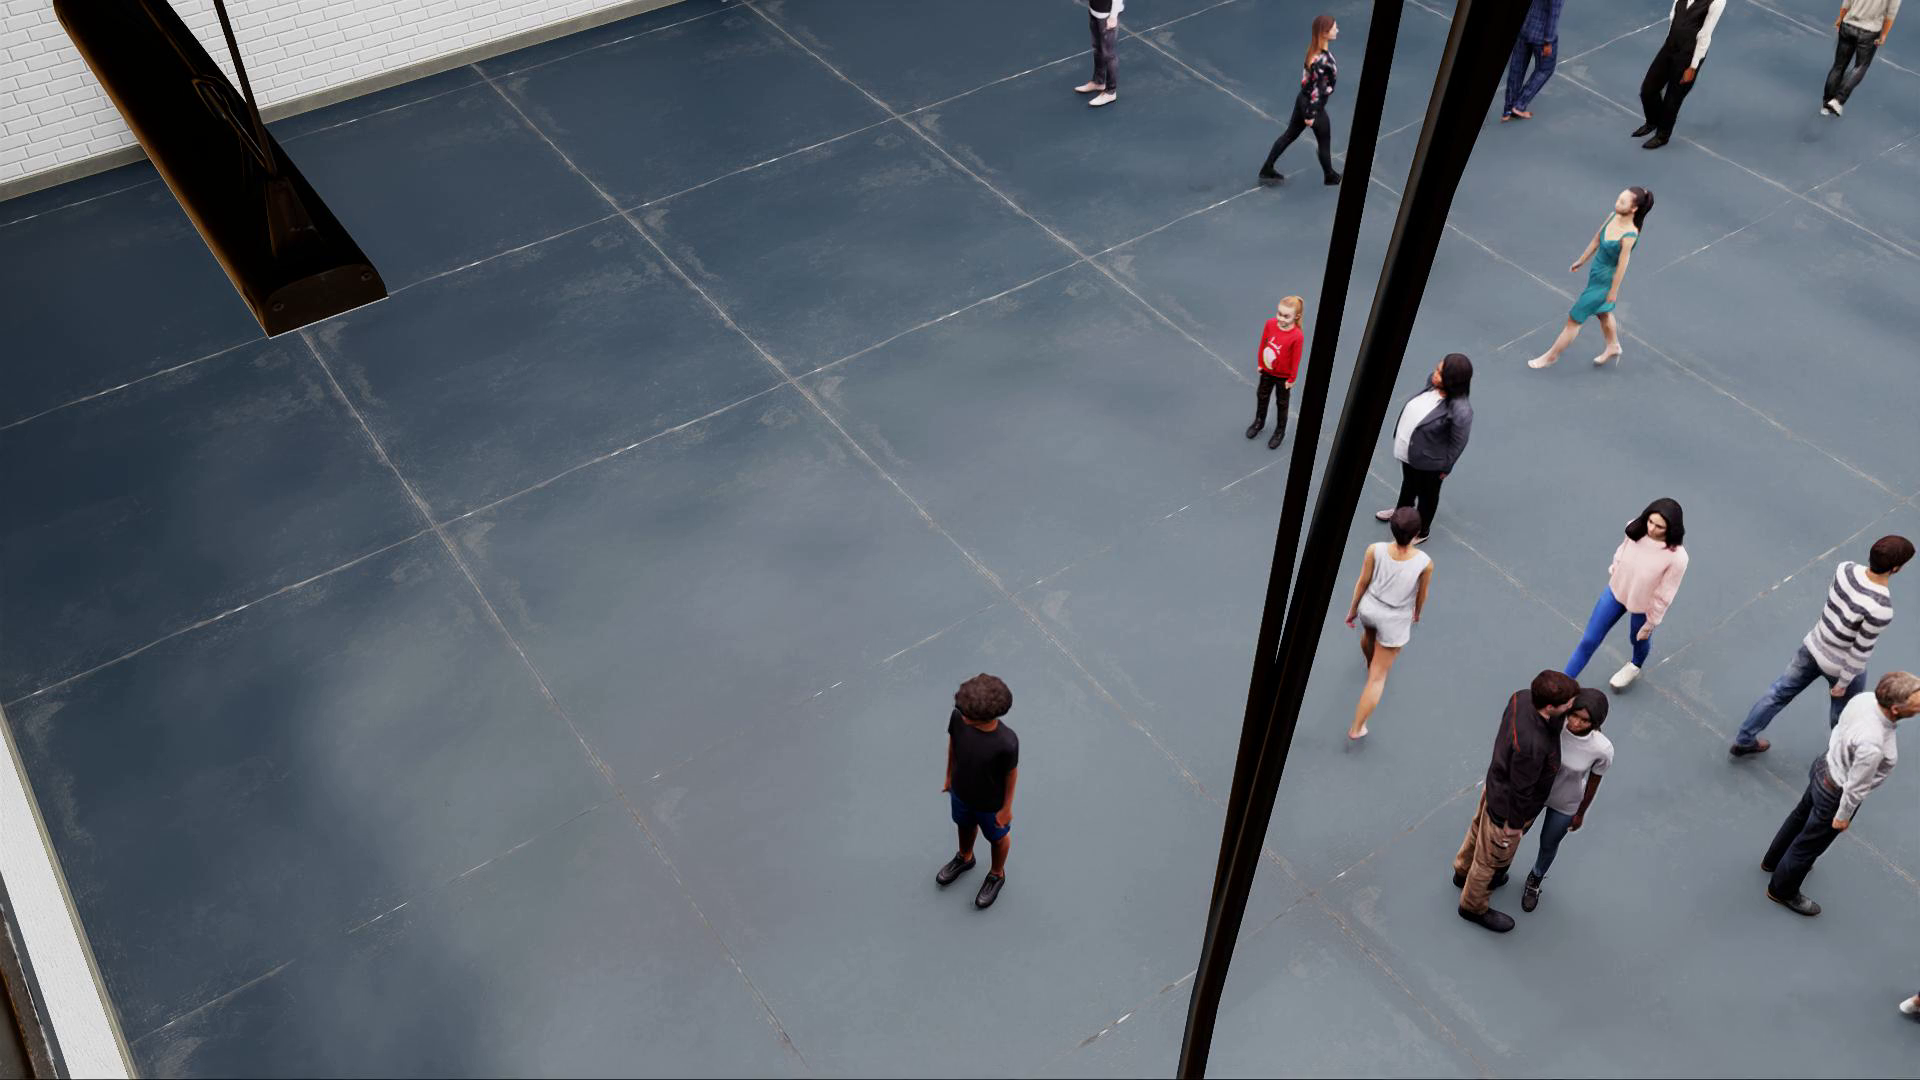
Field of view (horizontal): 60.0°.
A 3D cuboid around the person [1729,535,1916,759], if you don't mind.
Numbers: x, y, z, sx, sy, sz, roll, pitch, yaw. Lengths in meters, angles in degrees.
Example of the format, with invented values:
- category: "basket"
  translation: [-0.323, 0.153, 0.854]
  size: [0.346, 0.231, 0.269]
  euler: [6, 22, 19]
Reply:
- category: "person"
  translation: [5.111, 0.710, 9.919]
  size: [1.266, 1.801, 0.995]
  euler: [-8, 44, -8]

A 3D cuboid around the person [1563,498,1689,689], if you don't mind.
- category: "person"
  translation: [4.245, 0.384, 10.328]
  size: [1.137, 1.708, 0.684]
  euler: [-24, 48, -23]

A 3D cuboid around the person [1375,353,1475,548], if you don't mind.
- category: "person"
  translation: [3.241, -0.635, 11.478]
  size: [0.770, 1.597, 0.759]
  euler: [-10, 45, -11]

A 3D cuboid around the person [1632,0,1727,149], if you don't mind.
- category: "person"
  translation: [6.730, -4.496, 15.308]
  size: [0.687, 1.905, 0.714]
  euler: [-21, 47, -21]

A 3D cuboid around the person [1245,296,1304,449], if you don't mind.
- category: "person"
  translation: [2.365, -1.276, 12.379]
  size: [0.528, 1.282, 0.545]
  euler: [31, 52, 29]

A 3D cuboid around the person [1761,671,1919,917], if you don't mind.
- category: "person"
  translation: [4.881, 1.355, 9.229]
  size: [0.796, 1.819, 0.706]
  euler: [13, 45, 13]

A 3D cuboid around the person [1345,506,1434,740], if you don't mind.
- category: "person"
  translation: [2.601, 0.530, 10.277]
  size: [0.894, 1.567, 1.208]
  euler: [23, 48, 22]

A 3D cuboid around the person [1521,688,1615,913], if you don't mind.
- category: "person"
  translation: [3.273, 1.426, 9.226]
  size: [0.658, 1.719, 0.653]
  euler: [24, 48, 23]

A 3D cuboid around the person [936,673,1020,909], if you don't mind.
- category: "person"
  translation: [0.124, 1.361, 9.241]
  size: [0.671, 1.794, 0.659]
  euler: [28, 50, 26]

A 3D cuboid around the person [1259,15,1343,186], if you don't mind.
- category: "person"
  translation: [3.060, -3.887, 14.860]
  size: [1.140, 1.641, 0.981]
  euler: [1, 44, 1]

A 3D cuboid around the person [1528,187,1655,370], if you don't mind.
- category: "person"
  translation: [5.042, -1.999, 12.875]
  size: [1.031, 1.646, 0.907]
  euler: [1, 44, 1]

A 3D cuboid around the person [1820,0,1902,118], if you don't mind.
- category: "person"
  translation: [8.494, -4.816, 15.719]
  size: [0.745, 1.800, 0.804]
  euler: [30, 51, 28]

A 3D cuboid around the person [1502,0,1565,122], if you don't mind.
- category: "person"
  translation: [5.355, -4.760, 15.654]
  size: [0.644, 1.811, 0.693]
  euler: [-23, 48, -22]

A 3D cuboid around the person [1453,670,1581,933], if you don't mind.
- category: "person"
  translation: [3.018, 1.394, 9.113]
  size: [0.845, 1.922, 0.783]
  euler: [7, 44, 8]

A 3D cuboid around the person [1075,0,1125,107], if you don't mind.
- category: "person"
  translation: [1.391, -5.077, 15.978]
  size: [0.689, 1.822, 0.746]
  euler: [-14, 45, -14]
